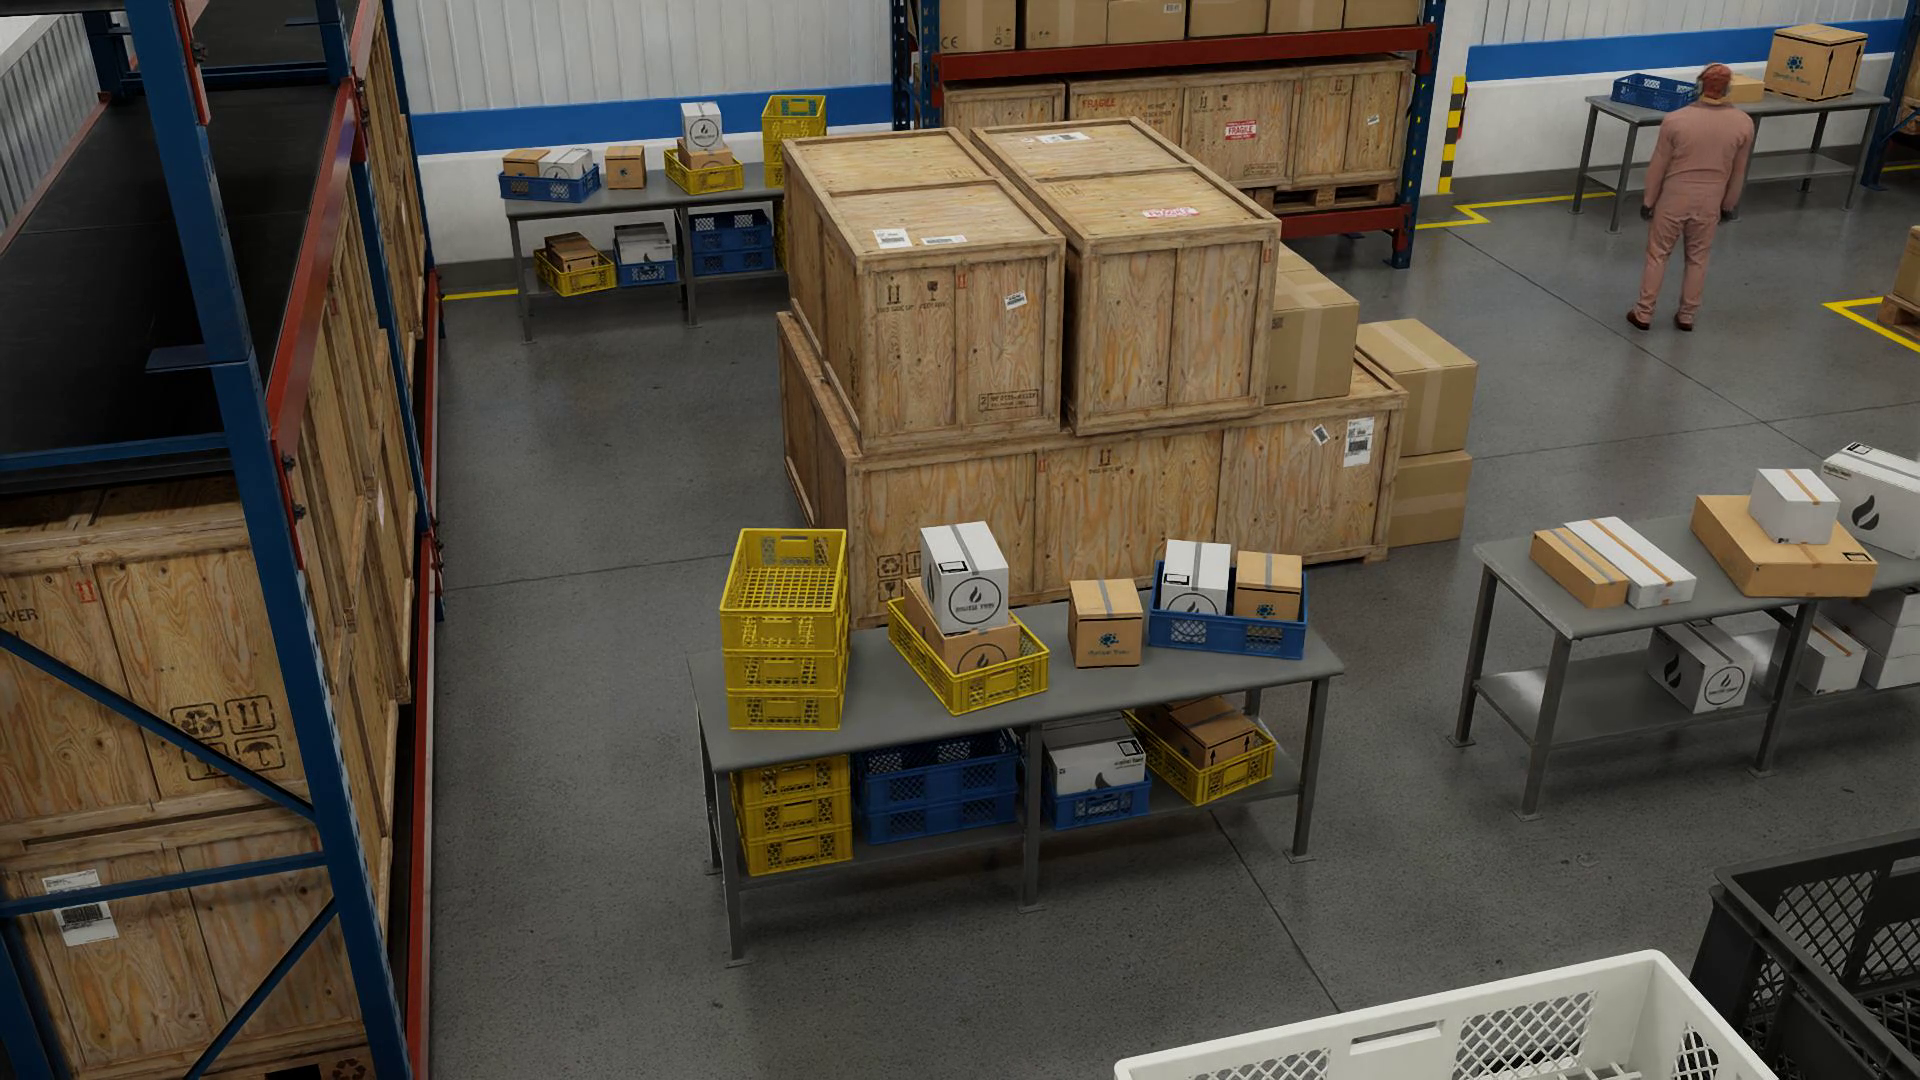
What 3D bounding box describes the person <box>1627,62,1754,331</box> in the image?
[{"bbox_3d":[5.168,-2.417,11.806,0.654,1.900,0.397,2,29,4],"label":"person"}]
